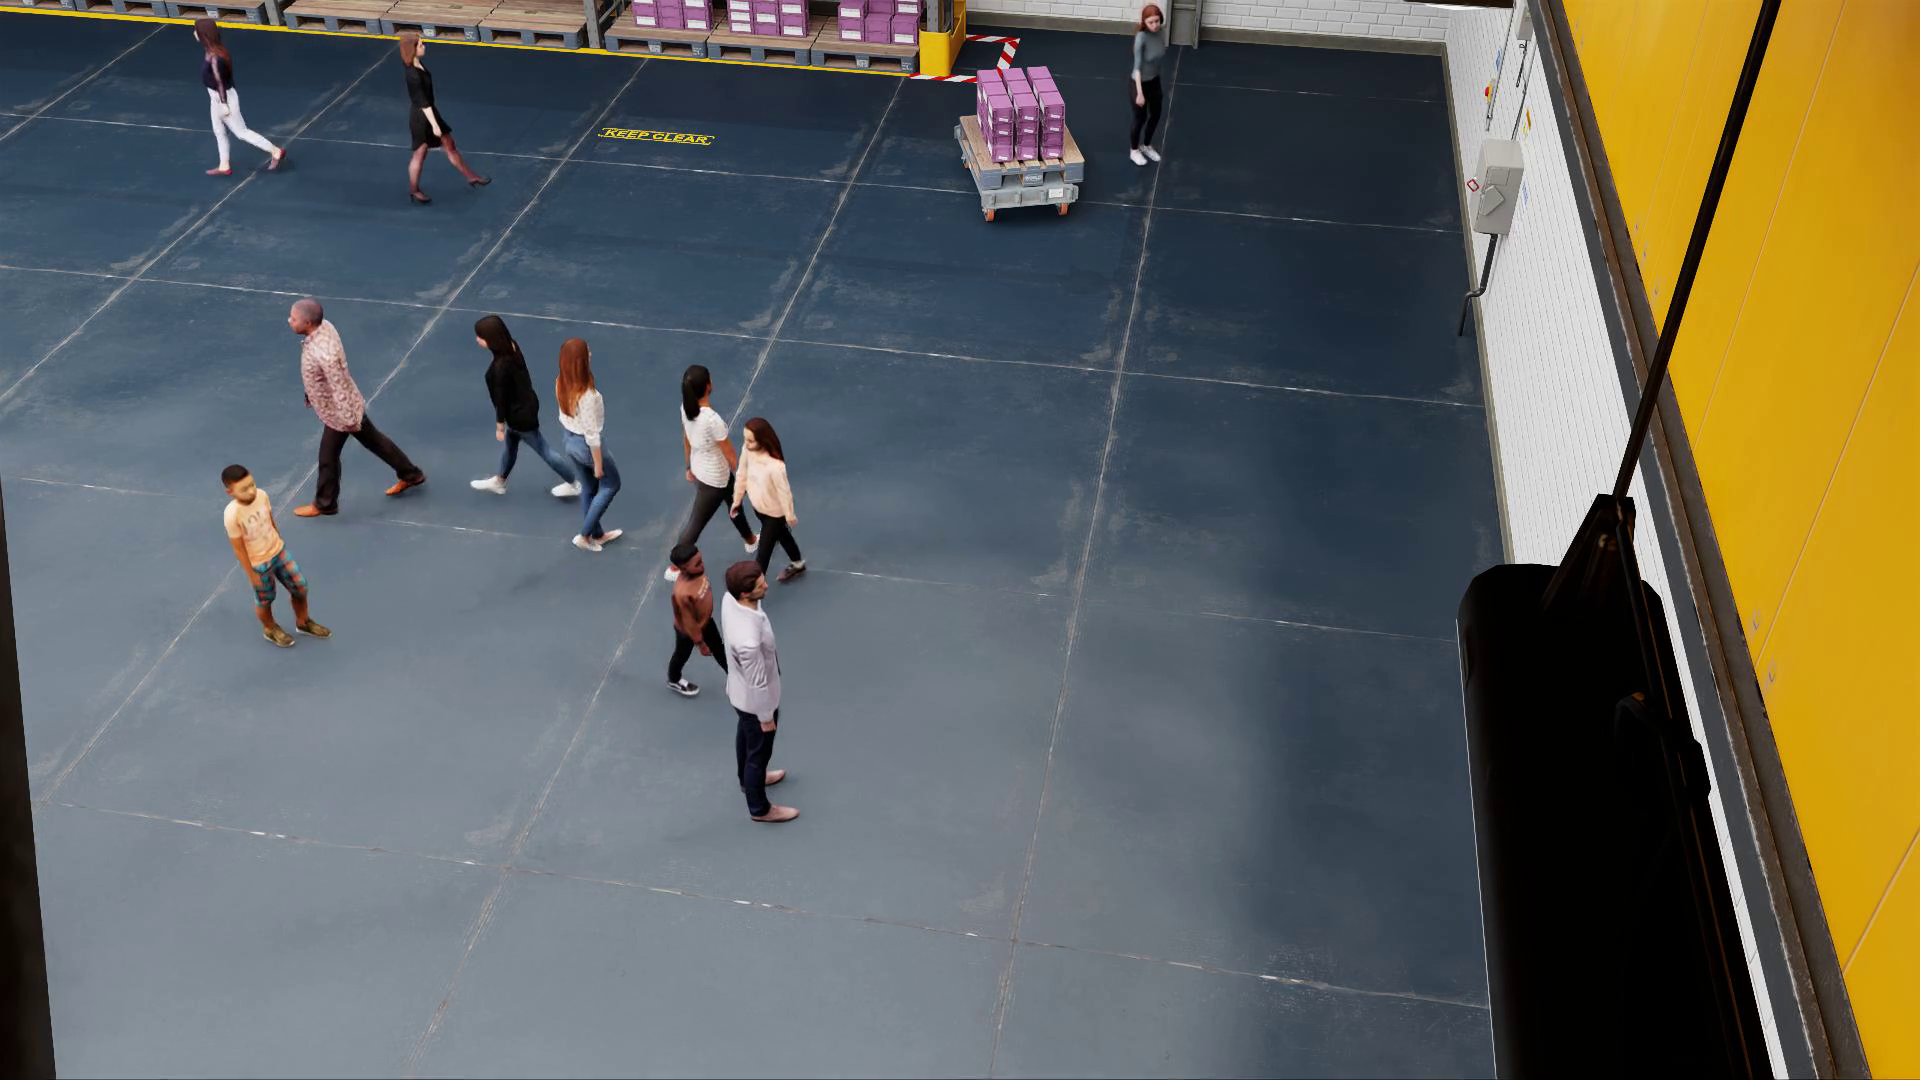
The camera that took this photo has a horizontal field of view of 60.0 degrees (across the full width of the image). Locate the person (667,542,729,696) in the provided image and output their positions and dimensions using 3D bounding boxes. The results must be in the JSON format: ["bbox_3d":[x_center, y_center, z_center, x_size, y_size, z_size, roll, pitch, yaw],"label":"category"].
[{"bbox_3d":[-1.746,0.532,10.518,0.907,1.220,0.599,11,40,13],"label":"person"}]

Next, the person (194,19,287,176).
[{"bbox_3d":[-7.126,-4.299,16.276,1.115,1.582,0.916,-12,40,-14],"label":"person"}]

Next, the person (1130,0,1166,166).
[{"bbox_3d":[1.812,-4.486,16.413,0.786,1.703,0.745,24,44,27],"label":"person"}]

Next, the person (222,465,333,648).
[{"bbox_3d":[-4.615,0.093,10.883,0.722,1.449,0.626,15,41,18],"label":"person"}]

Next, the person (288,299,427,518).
[{"bbox_3d":[-4.363,-0.970,11.959,1.275,1.767,0.997,-10,40,-12],"label":"person"}]

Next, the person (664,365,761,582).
[{"bbox_3d":[-1.781,-0.401,11.389,1.179,1.589,1.088,-21,43,-25],"label":"person"}]

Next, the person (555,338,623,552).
[{"bbox_3d":[-2.670,-0.608,11.548,0.817,1.715,0.768,-30,48,-32],"label":"person"}]

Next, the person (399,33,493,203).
[{"bbox_3d":[-5.168,-3.950,15.767,1.113,1.673,0.866,-9,39,-11],"label":"person"}]

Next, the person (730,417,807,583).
[{"bbox_3d":[-1.241,-0.245,11.309,0.979,1.445,0.949,-27,46,-30],"label":"person"}]

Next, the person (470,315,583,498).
[{"bbox_3d":[-3.103,-0.921,12.034,1.124,1.597,0.748,0,39,0],"label":"person"}]

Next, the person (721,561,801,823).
[{"bbox_3d":[-1.201,0.853,9.611,0.737,1.850,0.760,-11,40,-14],"label":"person"}]
